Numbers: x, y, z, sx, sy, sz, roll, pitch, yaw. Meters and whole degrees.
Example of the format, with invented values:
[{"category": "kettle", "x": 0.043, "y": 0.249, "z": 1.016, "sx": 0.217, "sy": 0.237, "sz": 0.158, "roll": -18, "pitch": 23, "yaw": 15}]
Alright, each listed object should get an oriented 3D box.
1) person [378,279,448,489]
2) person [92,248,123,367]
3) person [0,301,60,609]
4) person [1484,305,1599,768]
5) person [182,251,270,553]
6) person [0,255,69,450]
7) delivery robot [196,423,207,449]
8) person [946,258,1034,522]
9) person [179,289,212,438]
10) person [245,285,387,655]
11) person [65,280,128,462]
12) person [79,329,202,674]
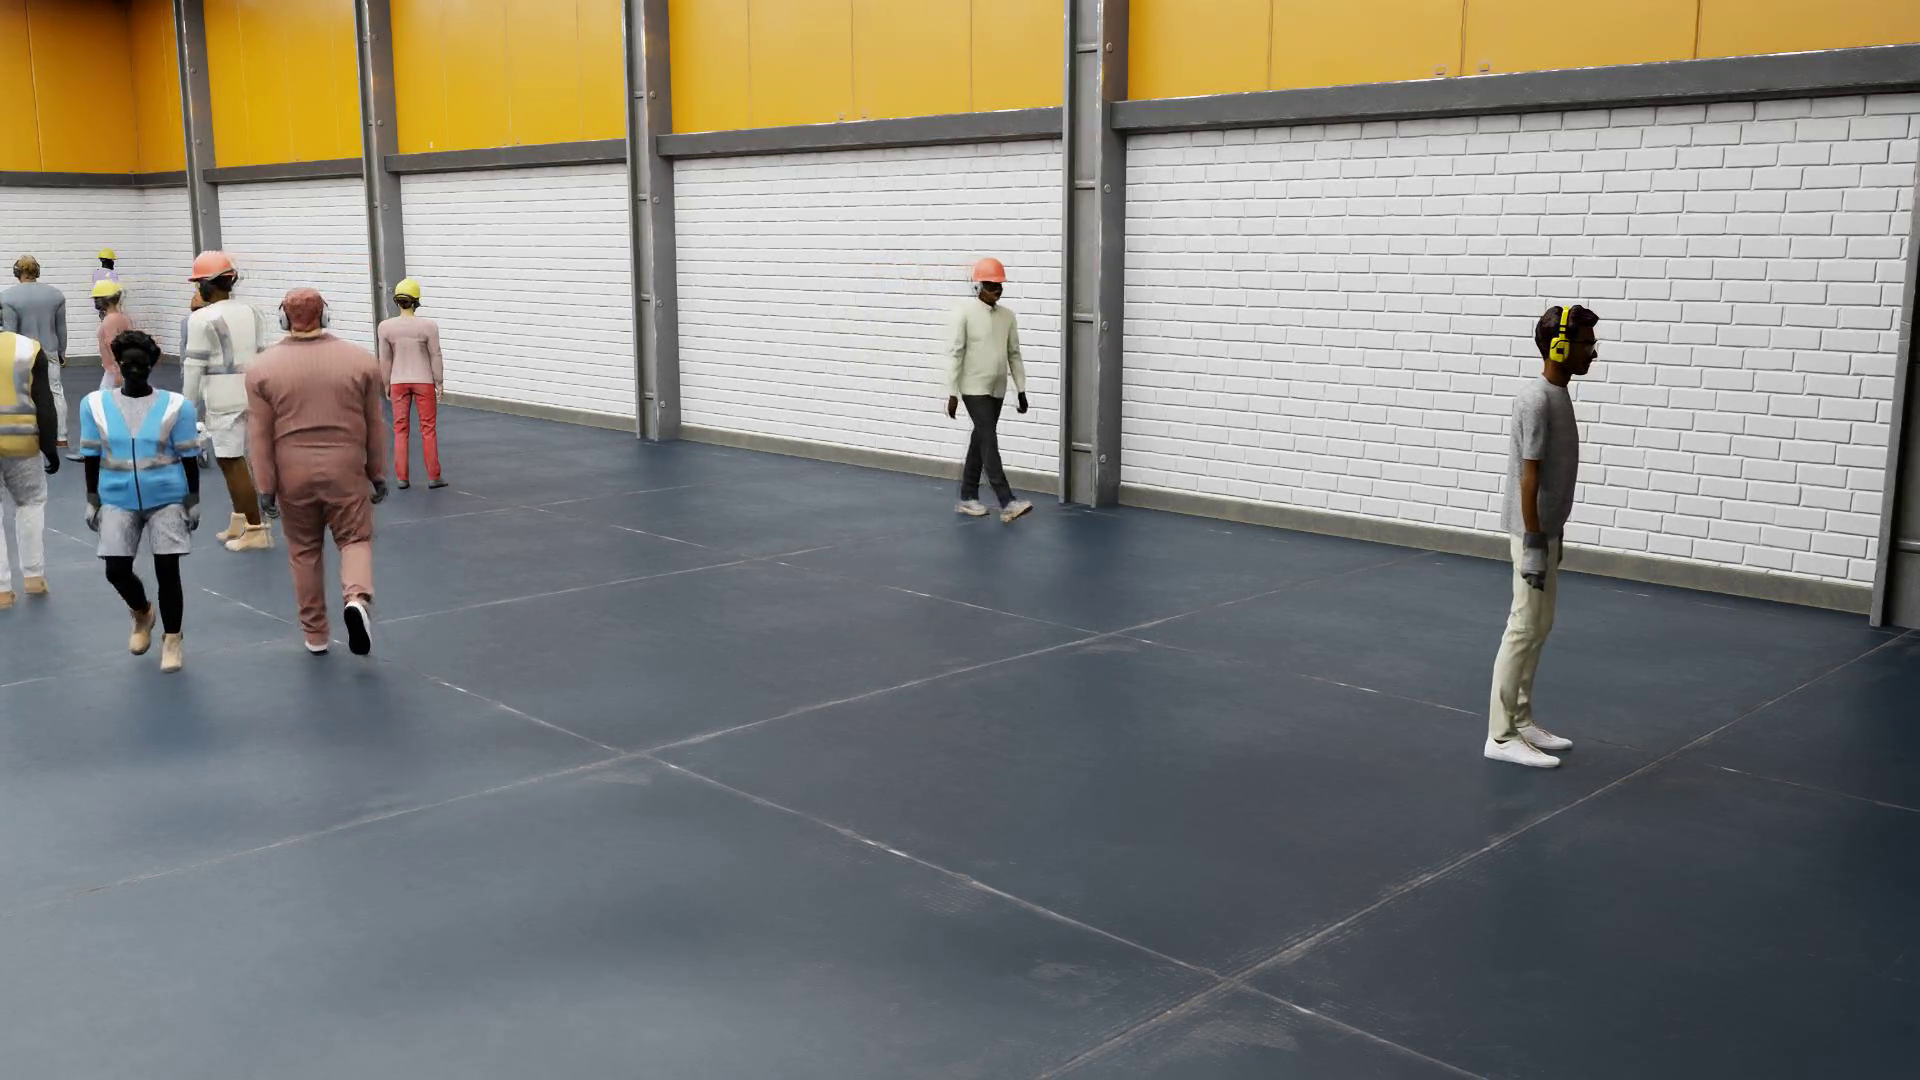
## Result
[{"category": "person", "x": -4.604, "y": -1.304, "z": 14.005, "sx": 0.522, "sy": 1.769, "sz": 0.310, "roll": -1, "pitch": 10, "yaw": -3}, {"category": "person", "x": -13.746, "y": -3.743, "z": 26.895, "sx": 0.585, "sy": 1.921, "sz": 0.391, "roll": 7, "pitch": 12, "yaw": 33}, {"category": "person", "x": -5.585, "y": -0.536, "z": 9.644, "sx": 0.654, "sy": 1.825, "sz": 0.634, "roll": -5, "pitch": 12, "yaw": -27}, {"category": "person", "x": 2.354, "y": -0.014, "z": 6.727, "sx": 0.317, "sy": 1.862, "sz": 0.519, "roll": 6, "pitch": 12, "yaw": 30}, {"category": "person", "x": -4.971, "y": -0.910, "z": 11.144, "sx": 0.680, "sy": 2.017, "sz": 0.629, "roll": 2, "pitch": 11, "yaw": 12}, {"category": "person", "x": -9.120, "y": -1.831, "z": 16.409, "sx": 0.372, "sy": 1.940, "sz": 0.631, "roll": 7, "pitch": 12, "yaw": 33}, {"category": "delivery robot", "x": -7.095, "y": -0.923, "z": 14.977, "sx": 0.477, "sy": 0.478, "sz": 0.707, "roll": 0, "pitch": 10, "yaw": 0}, {"category": "person", "x": 0.288, "y": -1.109, "z": 12.417, "sx": 0.647, "sy": 1.950, "sz": 0.962, "roll": -10, "pitch": 14, "yaw": -43}, {"category": "person", "x": -7.799, "y": -1.808, "z": 17.239, "sx": 0.512, "sy": 1.589, "sz": 0.841, "roll": -10, "pitch": 14, "yaw": -43}, {"category": "person", "x": -3.194, "y": -0.321, "z": 8.306, "sx": 0.649, "sy": 1.889, "sz": 0.659, "roll": -4, "pitch": 11, "yaw": -22}, {"category": "person", "x": -7.942, "y": -1.582, "z": 15.659, "sx": 0.928, "sy": 1.714, "sz": 0.545, "roll": -2, "pitch": 11, "yaw": -9}, {"category": "person", "x": -3.981, "y": -0.189, "z": 8.136, "sx": 0.545, "sy": 1.682, "sz": 0.404, "roll": -3, "pitch": 11, "yaw": -17}]
